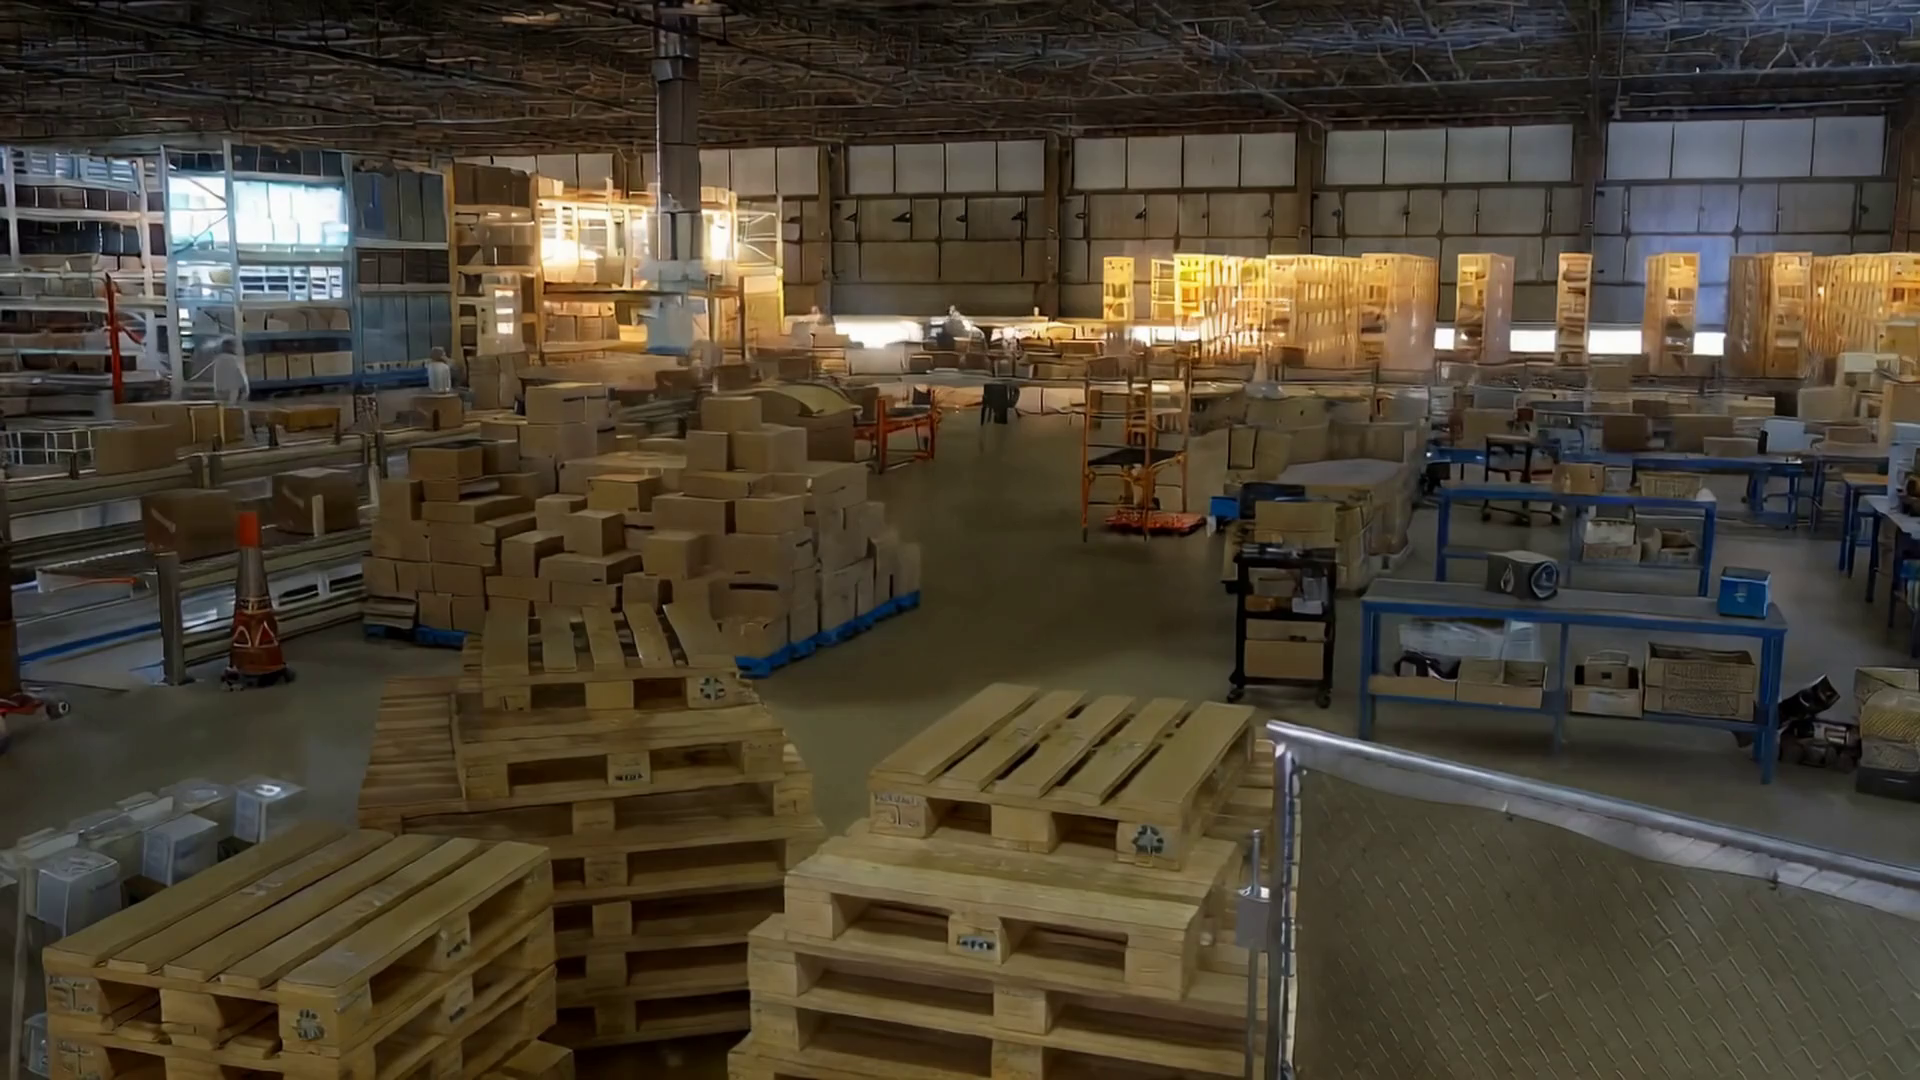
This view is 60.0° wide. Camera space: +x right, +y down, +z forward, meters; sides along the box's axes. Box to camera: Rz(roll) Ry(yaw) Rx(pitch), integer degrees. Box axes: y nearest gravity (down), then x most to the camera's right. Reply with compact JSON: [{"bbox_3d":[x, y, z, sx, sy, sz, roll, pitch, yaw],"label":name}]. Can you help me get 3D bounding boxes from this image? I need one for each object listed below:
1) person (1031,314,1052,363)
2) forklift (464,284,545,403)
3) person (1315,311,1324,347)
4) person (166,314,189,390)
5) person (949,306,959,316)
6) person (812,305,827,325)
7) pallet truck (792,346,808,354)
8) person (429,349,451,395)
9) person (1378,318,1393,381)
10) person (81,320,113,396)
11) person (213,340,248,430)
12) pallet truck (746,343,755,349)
[{"bbox_3d":[2.345,-5.592,48.229,0.601,1.916,0.923,-1,9,-7],"label":"person"},{"bbox_3d":[-10.832,-4.702,39.610,1.129,2.768,1.873,3,10,20],"label":"forklift"},{"bbox_3d":[12.969,-7.362,59.623,0.451,1.823,0.605,-3,10,-18],"label":"person"},{"bbox_3d":[-20.204,-4.811,42.985,0.628,2.025,0.497,3,10,20],"label":"person"},{"bbox_3d":[-0.205,-8.513,66.887,0.466,1.815,0.647,-2,9,-12],"label":"person"},{"bbox_3d":[-5.109,-7.653,61.050,0.671,1.959,0.780,-5,10,-28],"label":"person"},{"bbox_3d":[-3.705,-4.298,42.022,0.653,1.274,1.630,3,10,20],"label":"pallet truck"},{"bbox_3d":[-9.864,-2.804,31.601,0.501,1.631,0.287,5,10,28],"label":"person"},{"bbox_3d":[12.191,-5.455,47.686,0.585,1.818,0.434,-8,12,-40],"label":"person"},{"bbox_3d":[-21.778,-4.594,41.981,0.641,1.909,0.409,0,9,-1],"label":"person"},{"bbox_3d":[-14.135,-2.973,32.160,0.596,1.805,0.876,2,9,11],"label":"person"},{"bbox_3d":[-6.183,-4.618,44.264,1.601,1.201,0.680,-9,12,-43],"label":"pallet truck"}]
